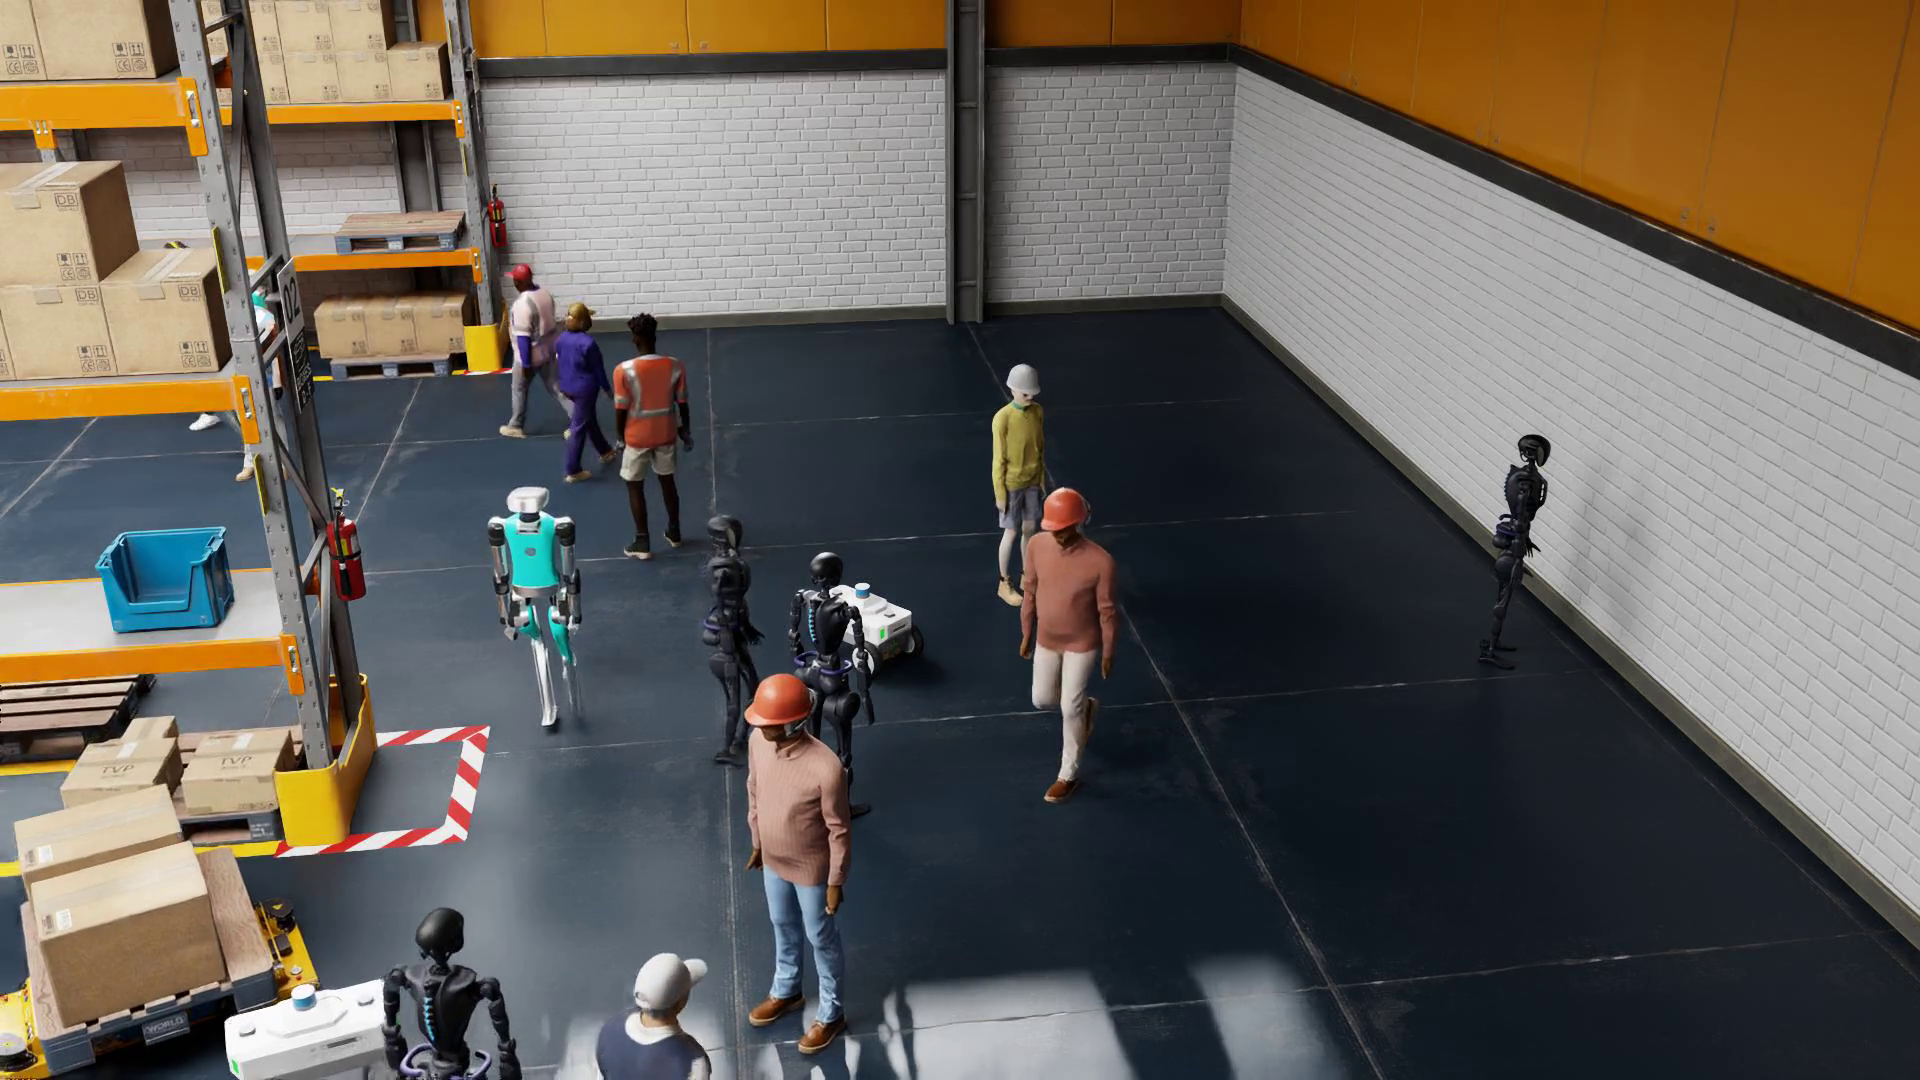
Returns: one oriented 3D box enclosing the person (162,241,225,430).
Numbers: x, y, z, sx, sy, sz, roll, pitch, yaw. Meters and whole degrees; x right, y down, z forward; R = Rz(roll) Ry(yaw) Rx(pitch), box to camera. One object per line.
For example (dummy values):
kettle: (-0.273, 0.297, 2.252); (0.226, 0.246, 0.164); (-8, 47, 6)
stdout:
person: (-7.322, -1.951, 15.871); (0.447, 1.850, 0.578); (-6, 24, -13)

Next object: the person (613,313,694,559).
person: (-2.436, -0.819, 13.174); (0.725, 1.944, 0.533); (-16, 28, -32)

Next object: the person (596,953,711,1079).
person: (-1.139, 2.325, 6.274); (0.754, 1.732, 0.681); (17, 29, 34)

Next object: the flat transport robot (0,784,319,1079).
flat transport robot: (-4.021, 2.235, 8.304); (1.431, 0.231, 0.659); (-14, 27, -28)

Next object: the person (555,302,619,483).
person: (-3.288, -1.345, 14.810); (0.451, 1.589, 0.810); (20, 30, 38)

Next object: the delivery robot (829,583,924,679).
delivery robot: (-0.661, 0.608, 11.680); (0.811, 0.613, 0.499); (20, 30, 37)

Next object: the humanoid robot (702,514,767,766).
humanoid robot: (-1.374, 0.616, 10.230); (0.376, 1.650, 0.600); (2, 24, 4)

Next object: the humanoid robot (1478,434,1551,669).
humanoid robot: (3.854, 0.050, 11.512); (0.315, 1.657, 0.599); (10, 26, 21)

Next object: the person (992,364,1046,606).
person: (0.435, -0.418, 12.353); (0.492, 1.879, 0.412); (-19, 30, -36)

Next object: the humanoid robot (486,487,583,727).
humanoid robot: (-2.644, 0.472, 10.637); (0.543, 1.896, 0.752); (-2, 24, -5)

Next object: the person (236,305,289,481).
person: (-6.224, -1.388, 14.609); (0.618, 1.839, 0.431); (5, 24, 12)

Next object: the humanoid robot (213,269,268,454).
humanoid robot: (-6.586, -1.566, 15.140); (0.735, 1.795, 0.532); (0, 24, -1)

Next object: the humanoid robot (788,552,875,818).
humanoid robot: (-0.774, 0.843, 9.707); (0.599, 1.657, 0.315); (16, 28, 31)

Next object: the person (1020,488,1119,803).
person: (0.682, 0.569, 9.989); (0.625, 1.965, 0.685); (16, 28, 32)

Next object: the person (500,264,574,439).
person: (-3.951, -1.759, 15.611); (0.896, 1.713, 0.612); (10, 25, 21)

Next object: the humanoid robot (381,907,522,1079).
humanoid robot: (-2.060, 2.227, 6.585); (0.601, 1.636, 0.633); (4, 24, 10)

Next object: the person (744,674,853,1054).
person: (-0.775, 1.507, 7.822); (0.612, 1.990, 0.389); (19, 30, 37)

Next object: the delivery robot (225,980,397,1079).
delivery robot: (-3.023, 2.344, 7.716); (0.806, 0.608, 0.499); (-10, 26, -22)
